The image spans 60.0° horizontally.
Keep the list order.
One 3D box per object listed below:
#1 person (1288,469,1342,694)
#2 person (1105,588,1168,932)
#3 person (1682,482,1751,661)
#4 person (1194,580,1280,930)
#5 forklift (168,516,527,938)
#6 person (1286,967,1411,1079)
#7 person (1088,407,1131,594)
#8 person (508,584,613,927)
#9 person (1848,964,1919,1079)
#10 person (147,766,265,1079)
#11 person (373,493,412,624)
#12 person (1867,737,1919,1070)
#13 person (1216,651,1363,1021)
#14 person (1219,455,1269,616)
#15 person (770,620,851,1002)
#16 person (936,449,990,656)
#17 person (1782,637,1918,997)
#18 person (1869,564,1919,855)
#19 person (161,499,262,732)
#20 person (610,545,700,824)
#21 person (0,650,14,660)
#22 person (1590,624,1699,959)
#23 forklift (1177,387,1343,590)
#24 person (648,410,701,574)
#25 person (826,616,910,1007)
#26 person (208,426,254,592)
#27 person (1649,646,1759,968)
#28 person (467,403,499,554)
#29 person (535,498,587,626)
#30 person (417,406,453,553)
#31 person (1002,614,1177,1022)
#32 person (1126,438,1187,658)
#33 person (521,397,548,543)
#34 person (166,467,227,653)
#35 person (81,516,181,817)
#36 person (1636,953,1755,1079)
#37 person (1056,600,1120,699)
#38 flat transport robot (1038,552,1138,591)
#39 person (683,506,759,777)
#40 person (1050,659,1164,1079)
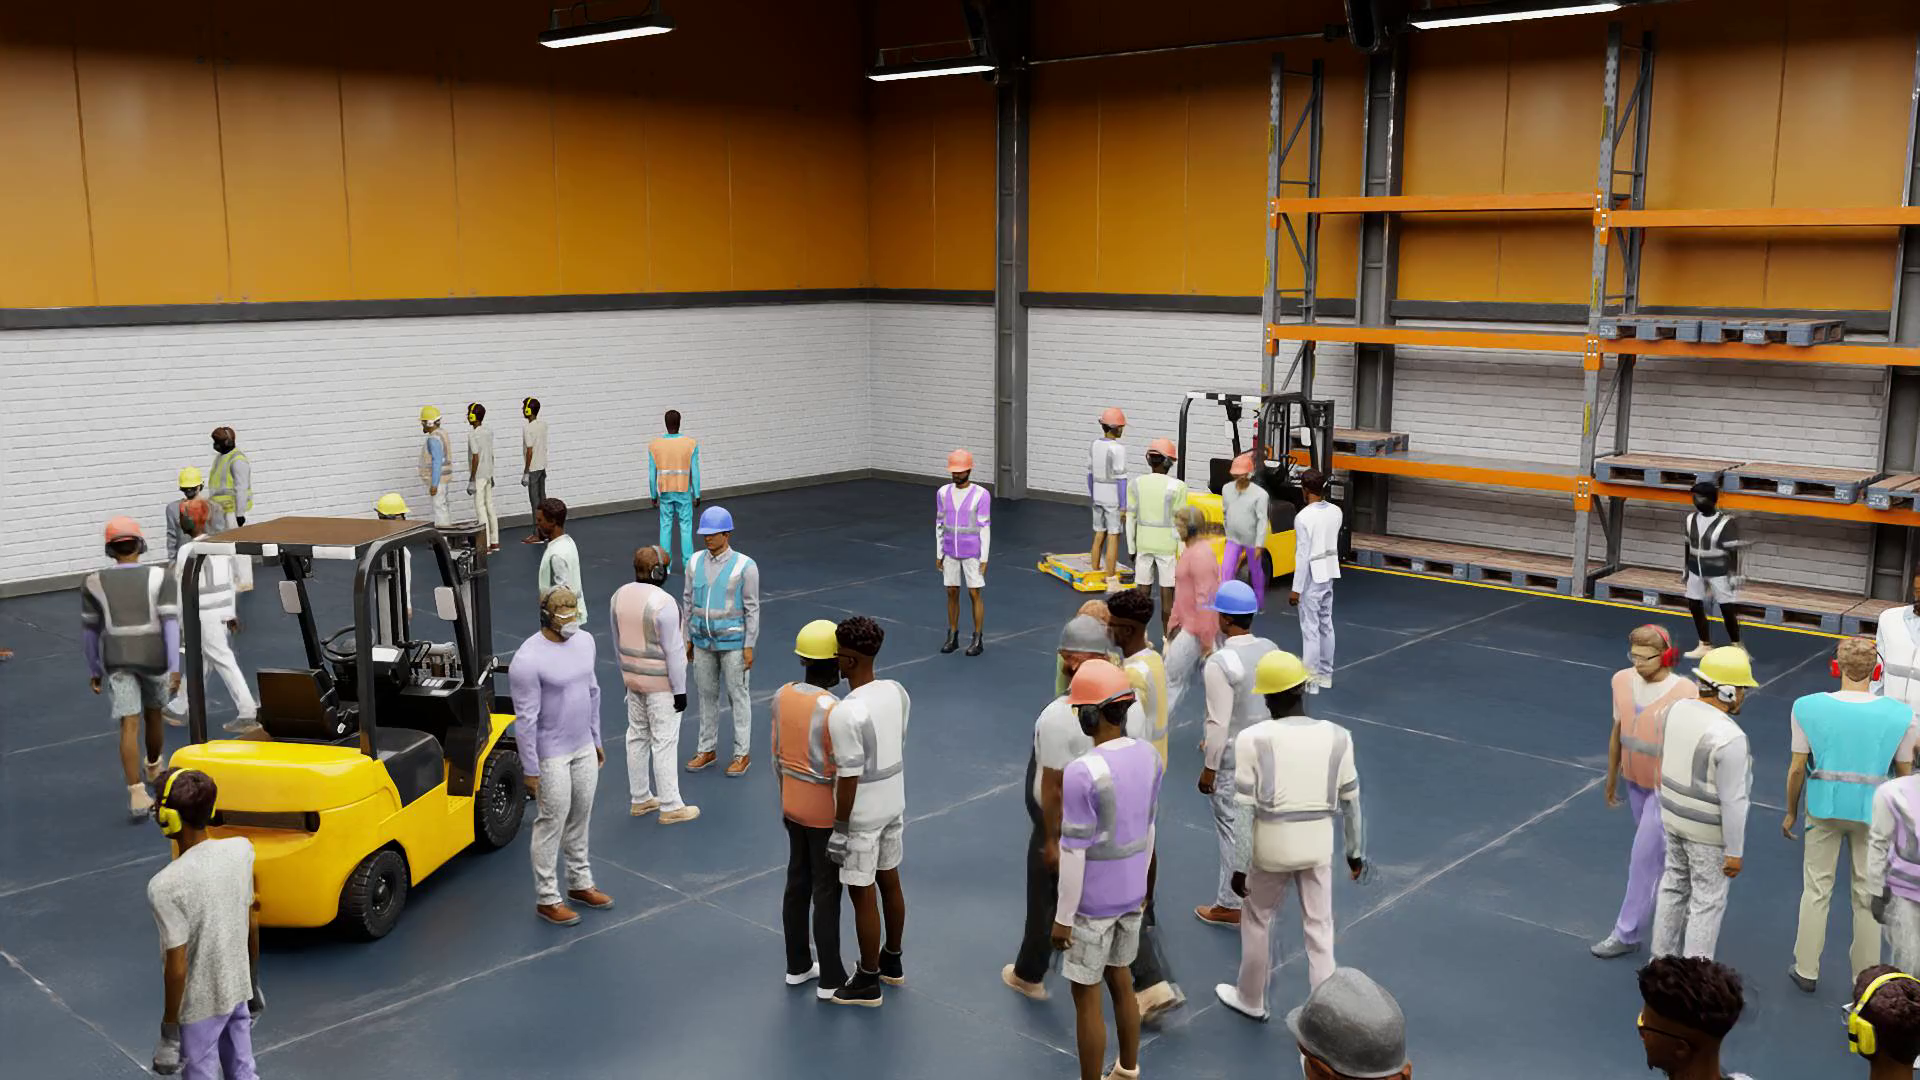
[{"bbox_3d":[3.012,0.350,14.113,0.394,1.915,0.587,9,14,43],"label":"person"},{"bbox_3d":[0.934,1.228,8.995,0.362,1.960,0.615,3,10,16],"label":"person"},{"bbox_3d":[6.907,0.295,15.172,0.470,1.662,0.630,-6,12,-31],"label":"person"},{"bbox_3d":[1.535,1.186,9.257,0.406,1.946,0.608,10,14,44],"label":"person"},{"bbox_3d":[-3.583,0.976,9.748,1.214,2.155,2.313,2,10,11],"label":"forklift"},{"bbox_3d":[0.942,2.031,4.183,0.684,2.000,0.538,-1,10,-7],"label":"person"},{"bbox_3d":[1.657,-0.429,18.205,0.411,2.040,0.628,-6,12,-31],"label":"person"},{"bbox_3d":[-2.232,1.188,9.308,0.375,1.930,0.636,5,11,26],"label":"person"},{"bbox_3d":[2.465,2.064,4.521,0.512,1.861,0.325,-2,10,-11],"label":"person"},{"bbox_3d":[-2.826,1.757,6.253,0.309,1.861,0.533,3,10,16],"label":"person"},{"bbox_3d":[-4.651,0.494,13.715,0.310,1.769,0.523,-8,13,-38],"label":"person"},{"bbox_3d":[4.457,1.620,7.697,0.547,1.617,0.505,2,10,11],"label":"person"},{"bbox_3d":[1.584,1.451,7.927,0.681,1.881,0.754,-1,10,-8],"label":"person"},{"bbox_3d":[2.833,-0.015,16.797,0.578,1.693,0.921,9,13,40],"label":"person"},{"bbox_3d":[-0.708,1.350,8.380,0.378,1.928,0.585,-9,13,-41],"label":"person"},{"bbox_3d":[0.015,0.114,15.419,0.544,1.930,0.388,5,11,25],"label":"person"},{"bbox_3d":[4.445,1.400,8.353,0.564,1.837,0.388,5,11,24],"label":"person"},{"bbox_3d":[5.773,1.067,10.021,0.380,1.916,0.596,-8,13,-38],"label":"person"},{"bbox_3d":[-5.927,0.600,12.918,0.982,1.828,0.600,0,10,3],"label":"person"},{"bbox_3d":[-2.004,0.943,10.949,0.622,1.843,0.429,8,13,39],"label":"person"},{"bbox_3d":[-8.907,0.225,14.898,0.761,1.885,0.637,-6,11,-29],"label":"person"},{"bbox_3d":[3.806,1.320,8.946,0.903,1.802,0.623,-4,11,-23],"label":"person"},{"bbox_3d":[3.298,-0.608,18.767,1.214,2.155,2.313,9,13,42],"label":"forklift"},{"bbox_3d":[-3.298,-0.547,19.239,0.587,1.911,0.397,0,10,0],"label":"person"},{"bbox_3d":[-0.473,1.345,8.299,0.373,1.966,0.607,5,11,28],"label":"person"},{"bbox_3d":[-8.005,-0.340,18.282,0.430,1.831,0.641,-9,13,-41],"label":"person"},{"bbox_3d":[3.717,1.418,8.308,0.403,1.818,0.605,-2,10,-10],"label":"person"},{"bbox_3d":[-5.931,-0.758,20.562,0.311,1.865,0.532,2,10,13],"label":"person"},{"bbox_3d":[-2.993,0.630,12.505,0.377,1.917,0.600,-2,10,-12],"label":"person"},{"bbox_3d":[-6.512,-0.758,20.663,0.403,1.827,0.601,-2,10,-9],"label":"person"},{"bbox_3d":[0.672,1.332,8.162,0.685,2.000,0.968,-9,14,-42],"label":"person"},{"bbox_3d":[1.834,0.072,15.363,0.608,2.032,0.405,6,12,32],"label":"person"},{"bbox_3d":[-5.460,-0.892,21.308,0.328,1.872,0.514,2,10,13],"label":"person"},{"bbox_3d":[-7.099,0.191,15.474,0.530,1.761,0.339,0,10,-2],"label":"person"},{"bbox_3d":[-5.596,0.837,11.261,0.613,1.951,1.137,-4,11,-21],"label":"person"},{"bbox_3d":[1.914,2.040,4.388,0.627,1.948,0.456,-8,13,-40],"label":"person"},{"bbox_3d":[0.799,1.171,10.237,0.279,1.632,0.502,-9,13,-42],"label":"person"},{"bbox_3d":[1.434,0.344,18.823,0.652,0.197,1.431,-3,10,-17],"label":"flat transport robot"},{"bbox_3d":[-1.718,0.718,11.918,0.603,1.948,0.385,4,11,22],"label":"person"},{"bbox_3d":[0.604,1.514,7.174,0.410,2.028,0.618,8,13,40],"label":"person"}]
